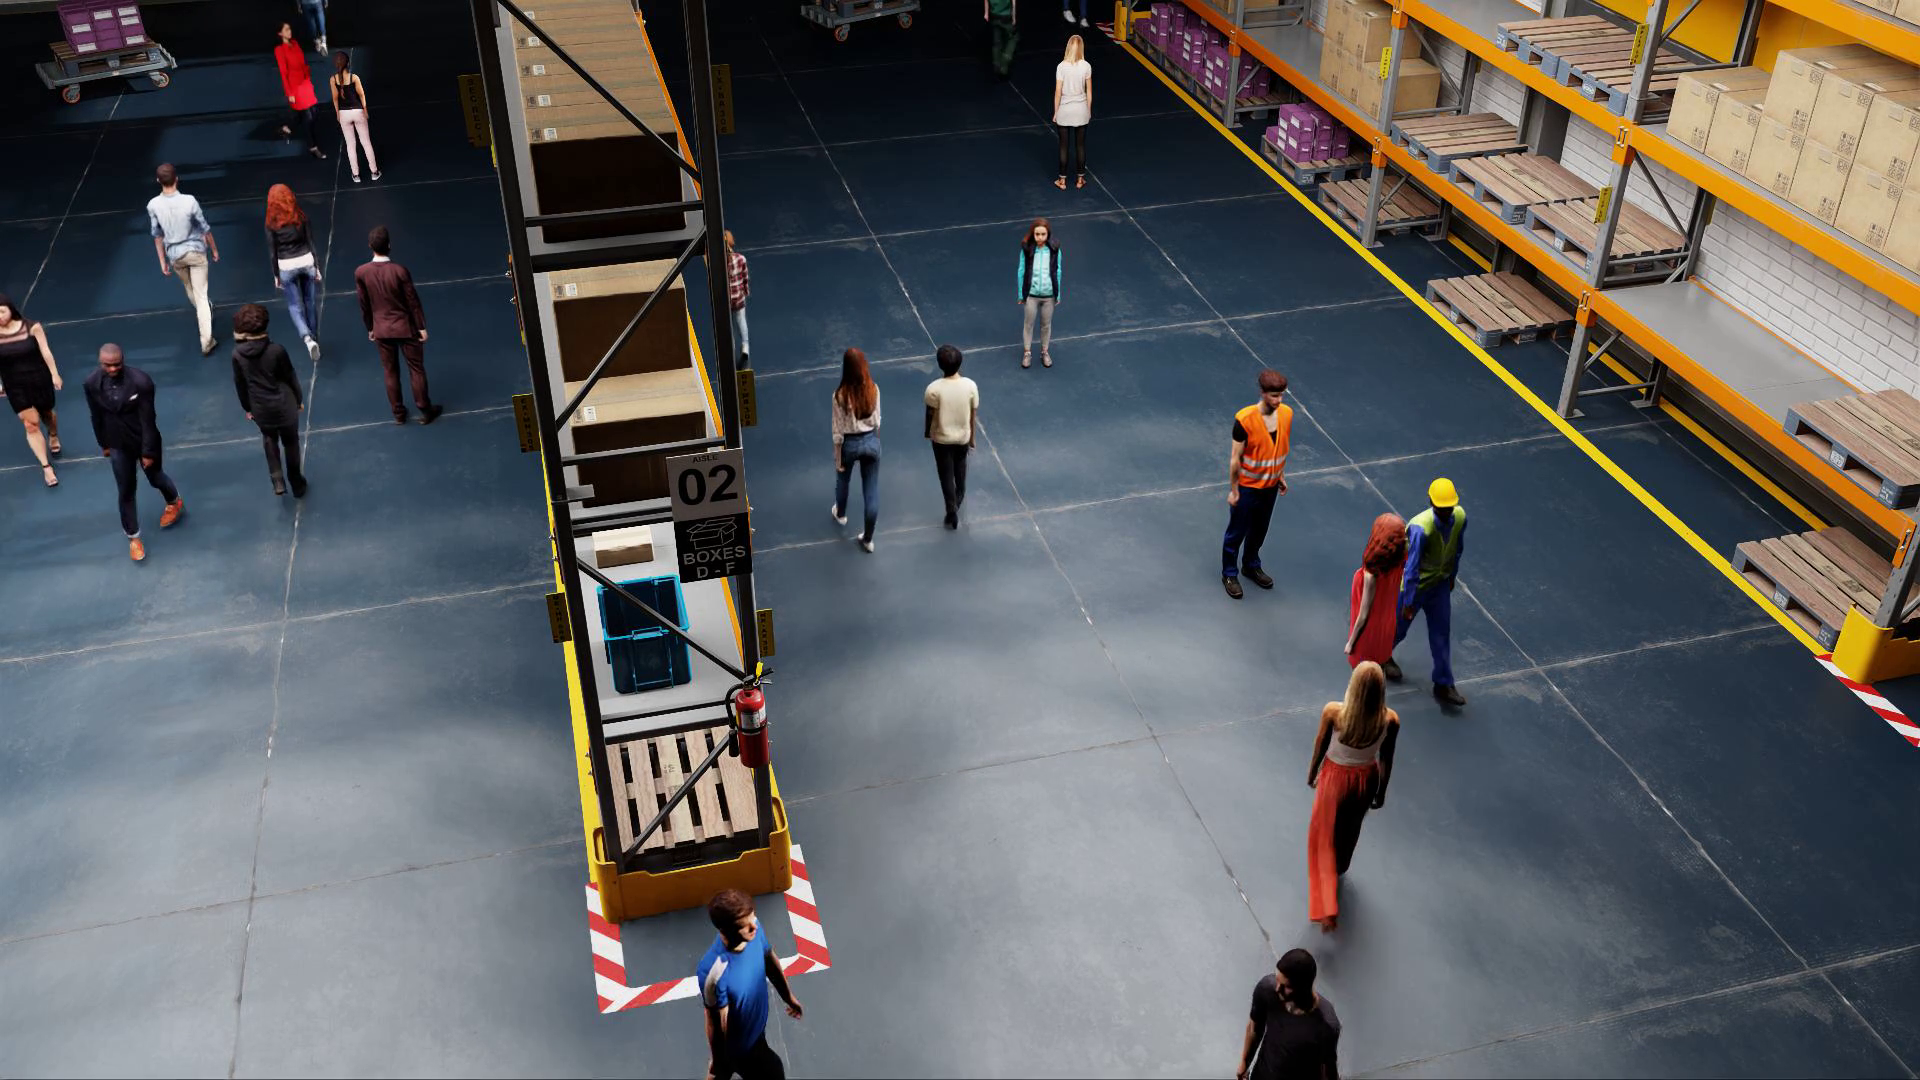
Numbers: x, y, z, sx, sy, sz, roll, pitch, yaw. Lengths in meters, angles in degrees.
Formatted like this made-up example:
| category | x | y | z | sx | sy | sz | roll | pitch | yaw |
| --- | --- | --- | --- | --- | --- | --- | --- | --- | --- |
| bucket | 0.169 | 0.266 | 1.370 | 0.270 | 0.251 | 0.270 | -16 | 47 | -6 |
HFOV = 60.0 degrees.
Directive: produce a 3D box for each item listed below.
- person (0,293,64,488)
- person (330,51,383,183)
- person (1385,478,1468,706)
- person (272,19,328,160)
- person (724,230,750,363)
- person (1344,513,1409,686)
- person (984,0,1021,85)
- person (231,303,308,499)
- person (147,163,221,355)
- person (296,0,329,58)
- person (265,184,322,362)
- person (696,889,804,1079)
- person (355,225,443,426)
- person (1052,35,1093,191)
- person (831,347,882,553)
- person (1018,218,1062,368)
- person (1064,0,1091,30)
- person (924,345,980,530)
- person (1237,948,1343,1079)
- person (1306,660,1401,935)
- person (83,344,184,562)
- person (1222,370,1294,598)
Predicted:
| category | x | y | z | sx | sy | sz | roll | pitch | yaw |
| --- | --- | --- | --- | --- | --- | --- | --- | --- | --- |
| person | -7.933 | -1.347 | 14.169 | 0.828 | 1.675 | 1.103 | -16 | 37 | -23 |
| person | -7.255 | -5.065 | 19.861 | 0.522 | 1.565 | 0.489 | -9 | 35 | -13 |
| person | 3.197 | 0.271 | 11.649 | 0.899 | 1.769 | 1.149 | -18 | 37 | -24 |
| person | -8.192 | -5.526 | 20.404 | 0.879 | 1.731 | 0.902 | 6 | 34 | 8 |
| person | -2.181 | -2.342 | 16.012 | 0.520 | 1.290 | 0.844 | -9 | 35 | -14 |
| person | 2.754 | 0.608 | 11.088 | 0.667 | 1.828 | 0.666 | -28 | 43 | -36 |
| person | 0.549 | -7.163 | 22.779 | 0.795 | 1.830 | 0.848 | 16 | 37 | 22 |
| person | -5.667 | -1.083 | 13.689 | 0.673 | 1.765 | 0.742 | -4 | 34 | -6 |
| person | -7.474 | -2.676 | 16.050 | 0.744 | 1.804 | 1.183 | -5 | 34 | -8 |
| person | -9.314 | -7.683 | 23.897 | 0.618 | 1.457 | 0.945 | -11 | 35 | -16 |
| person | -6.276 | -2.492 | 15.807 | 0.742 | 1.768 | 1.055 | -18 | 37 | -25 |
| person | -1.185 | 2.420 | 8.368 | 1.056 | 1.821 | 1.187 | 7 | 34 | 10 |
| person | -5.031 | -1.896 | 14.823 | 0.744 | 1.864 | 0.669 | 0 | 34 | -1 |
| person | 1.325 | -5.025 | 19.565 | 0.643 | 1.826 | 0.569 | -4 | 34 | -6 |
| person | -0.767 | -0.677 | 13.131 | 0.570 | 1.707 | 0.883 | -9 | 35 | -13 |
| person | 0.756 | -2.365 | 15.858 | 0.615 | 1.500 | 0.626 | -3 | 34 | -4 |
| person | 1.743 | -8.619 | 25.042 | 0.698 | 1.748 | 1.146 | -13 | 36 | -18 |
| person | -0.051 | -0.788 | 13.422 | 0.606 | 1.570 | 0.708 | -10 | 35 | -15 |
| person | 1.650 | 2.599 | 8.167 | 0.911 | 1.747 | 0.960 | 26 | 41 | 33 |
| person | 2.261 | 1.529 | 9.764 | 0.938 | 1.760 | 1.257 | 5 | 34 | 7 |
| person | -6.529 | -0.796 | 13.249 | 0.808 | 1.775 | 1.109 | -2 | 34 | -3 |
| person | 2.247 | -0.460 | 12.648 | 0.731 | 1.881 | 0.695 | -16 | 37 | -22 |
